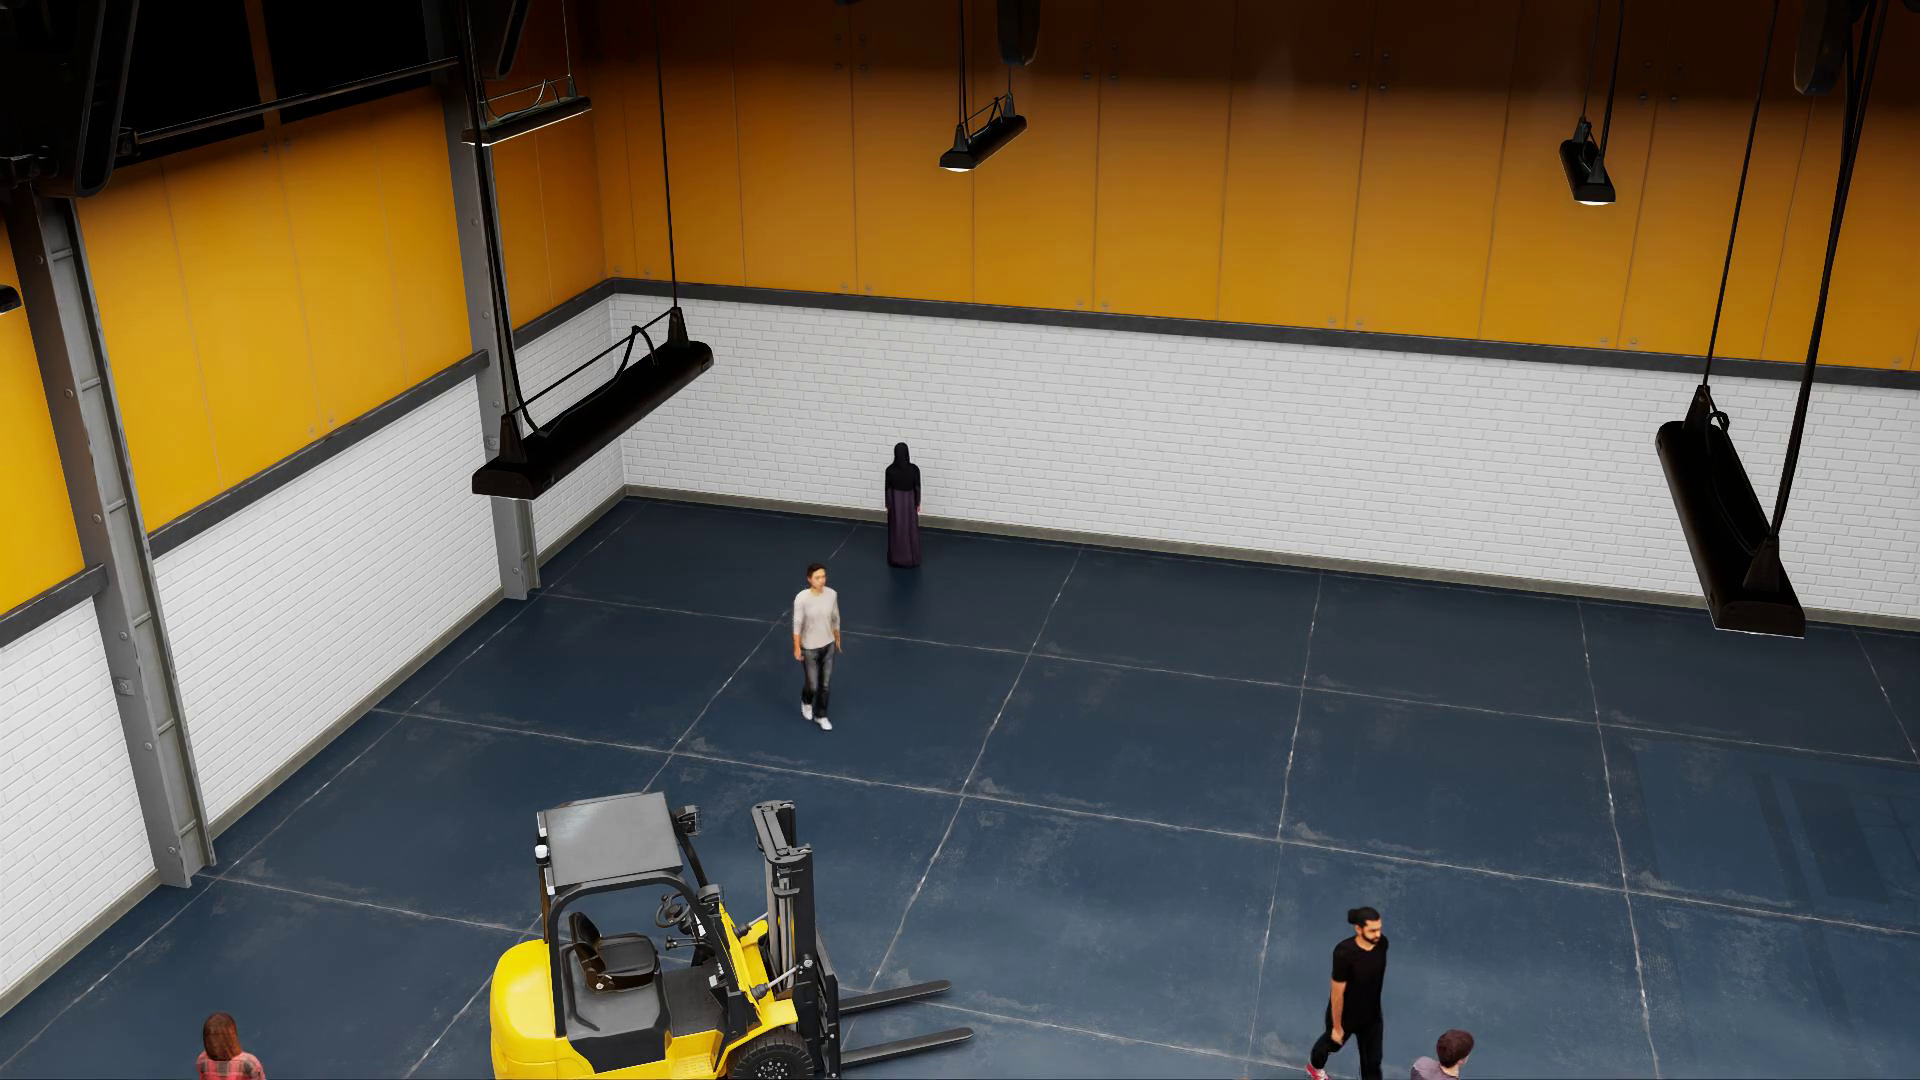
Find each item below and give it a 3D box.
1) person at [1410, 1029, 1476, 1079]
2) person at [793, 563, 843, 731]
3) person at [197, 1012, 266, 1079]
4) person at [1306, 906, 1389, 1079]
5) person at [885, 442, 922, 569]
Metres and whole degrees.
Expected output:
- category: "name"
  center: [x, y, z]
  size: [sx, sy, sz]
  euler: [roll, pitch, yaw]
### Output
- category: "person"
  center: [2.850, 3.839, 10.368]
  size: [0.886, 1.831, 0.810]
  euler: [-11, 26, -24]
- category: "person"
  center: [-1.484, 1.033, 16.818]
  size: [0.835, 1.807, 0.897]
  euler: [-14, 27, -28]
- category: "person"
  center: [-4.629, 3.793, 10.650]
  size: [0.654, 1.691, 0.723]
  euler: [4, 24, 8]
- category: "person"
  center: [2.728, 3.299, 11.751]
  size: [1.119, 1.714, 1.226]
  euler: [-11, 26, -23]
- category: "person"
  center: [-0.710, -0.441, 20.428]
  size: [0.672, 1.616, 0.679]
  euler: [-1, 24, -2]
